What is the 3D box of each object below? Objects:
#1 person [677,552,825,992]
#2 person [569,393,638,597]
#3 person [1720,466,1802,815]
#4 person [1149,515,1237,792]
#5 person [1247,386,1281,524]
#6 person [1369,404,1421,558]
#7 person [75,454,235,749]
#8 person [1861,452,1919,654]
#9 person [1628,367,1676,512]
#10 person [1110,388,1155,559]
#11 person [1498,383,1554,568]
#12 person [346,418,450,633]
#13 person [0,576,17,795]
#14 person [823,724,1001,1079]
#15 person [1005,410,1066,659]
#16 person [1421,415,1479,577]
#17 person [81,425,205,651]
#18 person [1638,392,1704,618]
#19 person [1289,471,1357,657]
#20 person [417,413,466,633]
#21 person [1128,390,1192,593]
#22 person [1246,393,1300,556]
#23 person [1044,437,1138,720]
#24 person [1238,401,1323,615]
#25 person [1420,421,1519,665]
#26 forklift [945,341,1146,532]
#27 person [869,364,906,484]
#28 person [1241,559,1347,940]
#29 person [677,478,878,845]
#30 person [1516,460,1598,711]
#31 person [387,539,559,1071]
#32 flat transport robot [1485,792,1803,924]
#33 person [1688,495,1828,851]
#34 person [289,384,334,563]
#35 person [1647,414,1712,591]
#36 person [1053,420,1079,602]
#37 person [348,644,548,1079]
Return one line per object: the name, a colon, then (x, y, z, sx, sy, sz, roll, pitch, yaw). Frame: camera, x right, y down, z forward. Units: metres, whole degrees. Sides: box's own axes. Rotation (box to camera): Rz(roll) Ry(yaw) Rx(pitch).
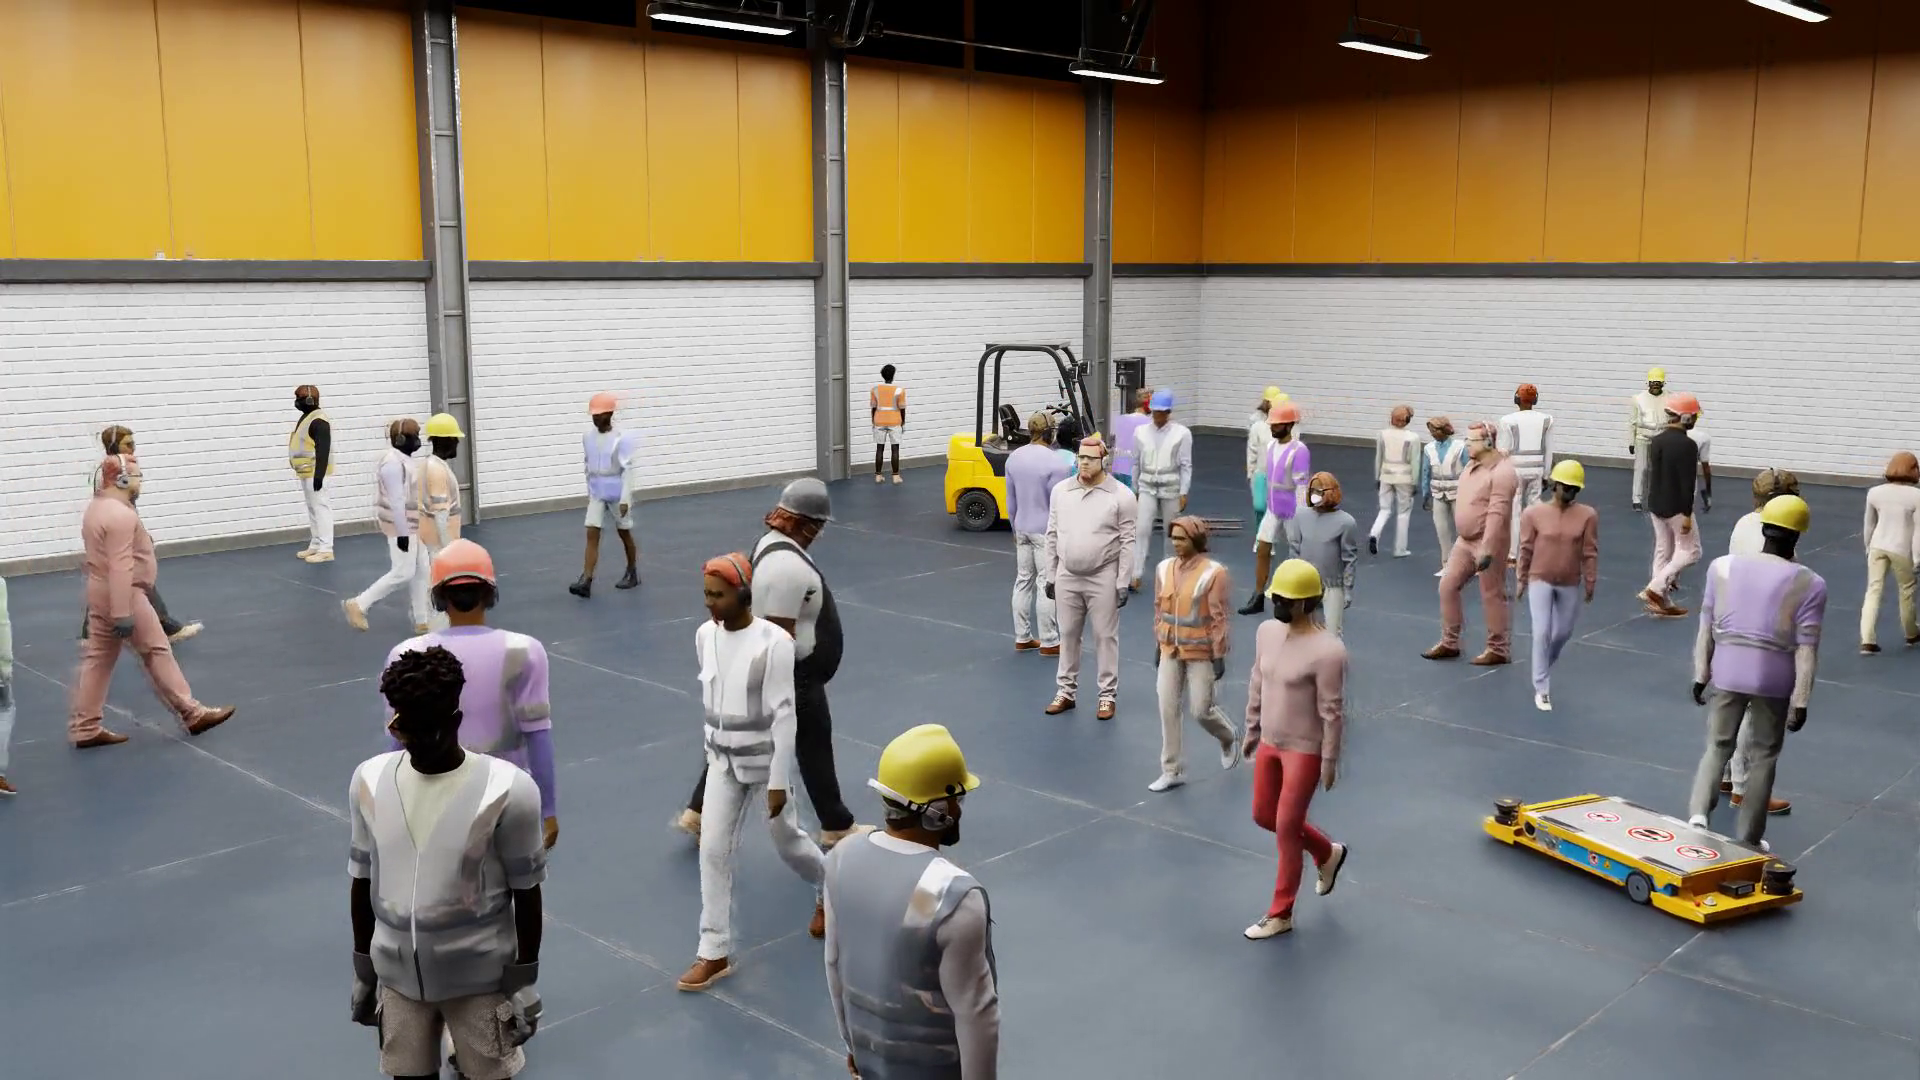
person: (-0.867, 0.945, 7.238, 0.583, 1.850, 0.958, 6, 11, 33)
person: (-3.298, -0.422, 15.488, 0.567, 1.882, 0.978, 4, 10, 21)
person: (4.493, 0.550, 9.364, 0.378, 1.940, 0.628, 2, 9, 10)
person: (1.371, 0.648, 9.722, 0.524, 1.619, 0.588, 9, 13, 44)
person: (3.510, -0.896, 18.864, 0.496, 1.721, 0.489, 2, 9, 13)
person: (4.539, -0.603, 17.373, 0.525, 1.624, 0.537, 8, 12, 41)
person: (-5.233, 0.379, 10.643, 0.966, 1.856, 0.668, -8, 12, -42)
person: (7.425, 0.097, 13.176, 0.847, 1.581, 0.521, -7, 11, -35)
person: (8.646, -1.248, 20.751, 0.592, 1.825, 0.403, 2, 9, 11)
person: (1.848, -0.653, 17.116, 0.679, 1.813, 0.633, -6, 11, -33)
person: (5.727, -0.654, 16.915, 0.573, 1.883, 0.354, -1, 9, -5)
person: (-4.652, -0.095, 13.710, 0.717, 1.821, 0.636, -1, 9, -4)
person: (-5.600, 0.703, 9.415, 0.497, 1.617, 0.355, -2, 9, -10)
person: (-0.103, 1.394, 4.514, 0.404, 1.831, 0.600, -9, 13, -43)
person: (0.621, -0.045, 13.014, 0.370, 1.941, 0.627, -8, 12, -42)
person: (4.839, -0.428, 16.351, 0.566, 1.608, 0.564, -9, 13, -42)
person: (-6.605, -0.018, 13.265, 0.945, 1.794, 0.541, -4, 10, -22)
person: (6.142, -0.282, 14.328, 0.459, 1.979, 0.638, -2, 9, -10)
person: (2.525, 0.330, 11.640, 0.500, 1.634, 0.286, 8, 12, 41)
person: (-4.000, -0.023, 12.913, 0.382, 1.924, 0.594, -4, 10, -21)
person: (1.842, -0.437, 15.516, 0.615, 1.901, 0.968, 4, 10, 21)
person: (3.298, -0.685, 17.546, 0.557, 1.735, 0.401, 3, 10, 15)
person: (0.862, 0.256, 11.252, 0.643, 1.913, 0.411, 4, 10, 23)
person: (2.944, -0.287, 14.673, 0.959, 1.896, 0.554, -5, 11, -29)
person: (3.886, 0.040, 12.680, 0.728, 1.885, 0.648, -3, 10, -15)
forklift: (0.977, -1.223, 19.452, 2.313, 2.155, 1.214, 2, 9, 11)
person: (-1.018, -1.638, 23.549, 0.536, 1.693, 0.321, 2, 9, 12)
person: (1.567, 0.929, 7.602, 0.610, 1.747, 0.543, -5, 11, -30)
person: (-0.983, 0.617, 8.644, 1.032, 2.000, 0.708, -3, 10, -18)
person: (4.166, 0.278, 11.677, 0.535, 1.740, 0.743, 1, 9, 6)
person: (-1.890, 0.999, 6.448, 0.623, 2.002, 0.999, -2, 9, -11)
flat transport robot: (3.393, 1.546, 8.354, 0.652, 0.197, 1.431, -4, 10, -25)
person: (4.026, 0.719, 8.466, 0.615, 1.895, 0.653, 9, 13, 44)
person: (-6.729, -0.692, 17.274, 0.429, 1.845, 0.621, -6, 11, -33)
person: (6.869, -0.445, 15.853, 0.544, 1.821, 0.998, 5, 11, 30)
person: (0.992, -0.271, 15.234, 0.549, 1.650, 0.857, 6, 11, 34)
person: (-1.522, 1.267, 4.908, 0.604, 1.959, 0.379, 1, 9, 7)
